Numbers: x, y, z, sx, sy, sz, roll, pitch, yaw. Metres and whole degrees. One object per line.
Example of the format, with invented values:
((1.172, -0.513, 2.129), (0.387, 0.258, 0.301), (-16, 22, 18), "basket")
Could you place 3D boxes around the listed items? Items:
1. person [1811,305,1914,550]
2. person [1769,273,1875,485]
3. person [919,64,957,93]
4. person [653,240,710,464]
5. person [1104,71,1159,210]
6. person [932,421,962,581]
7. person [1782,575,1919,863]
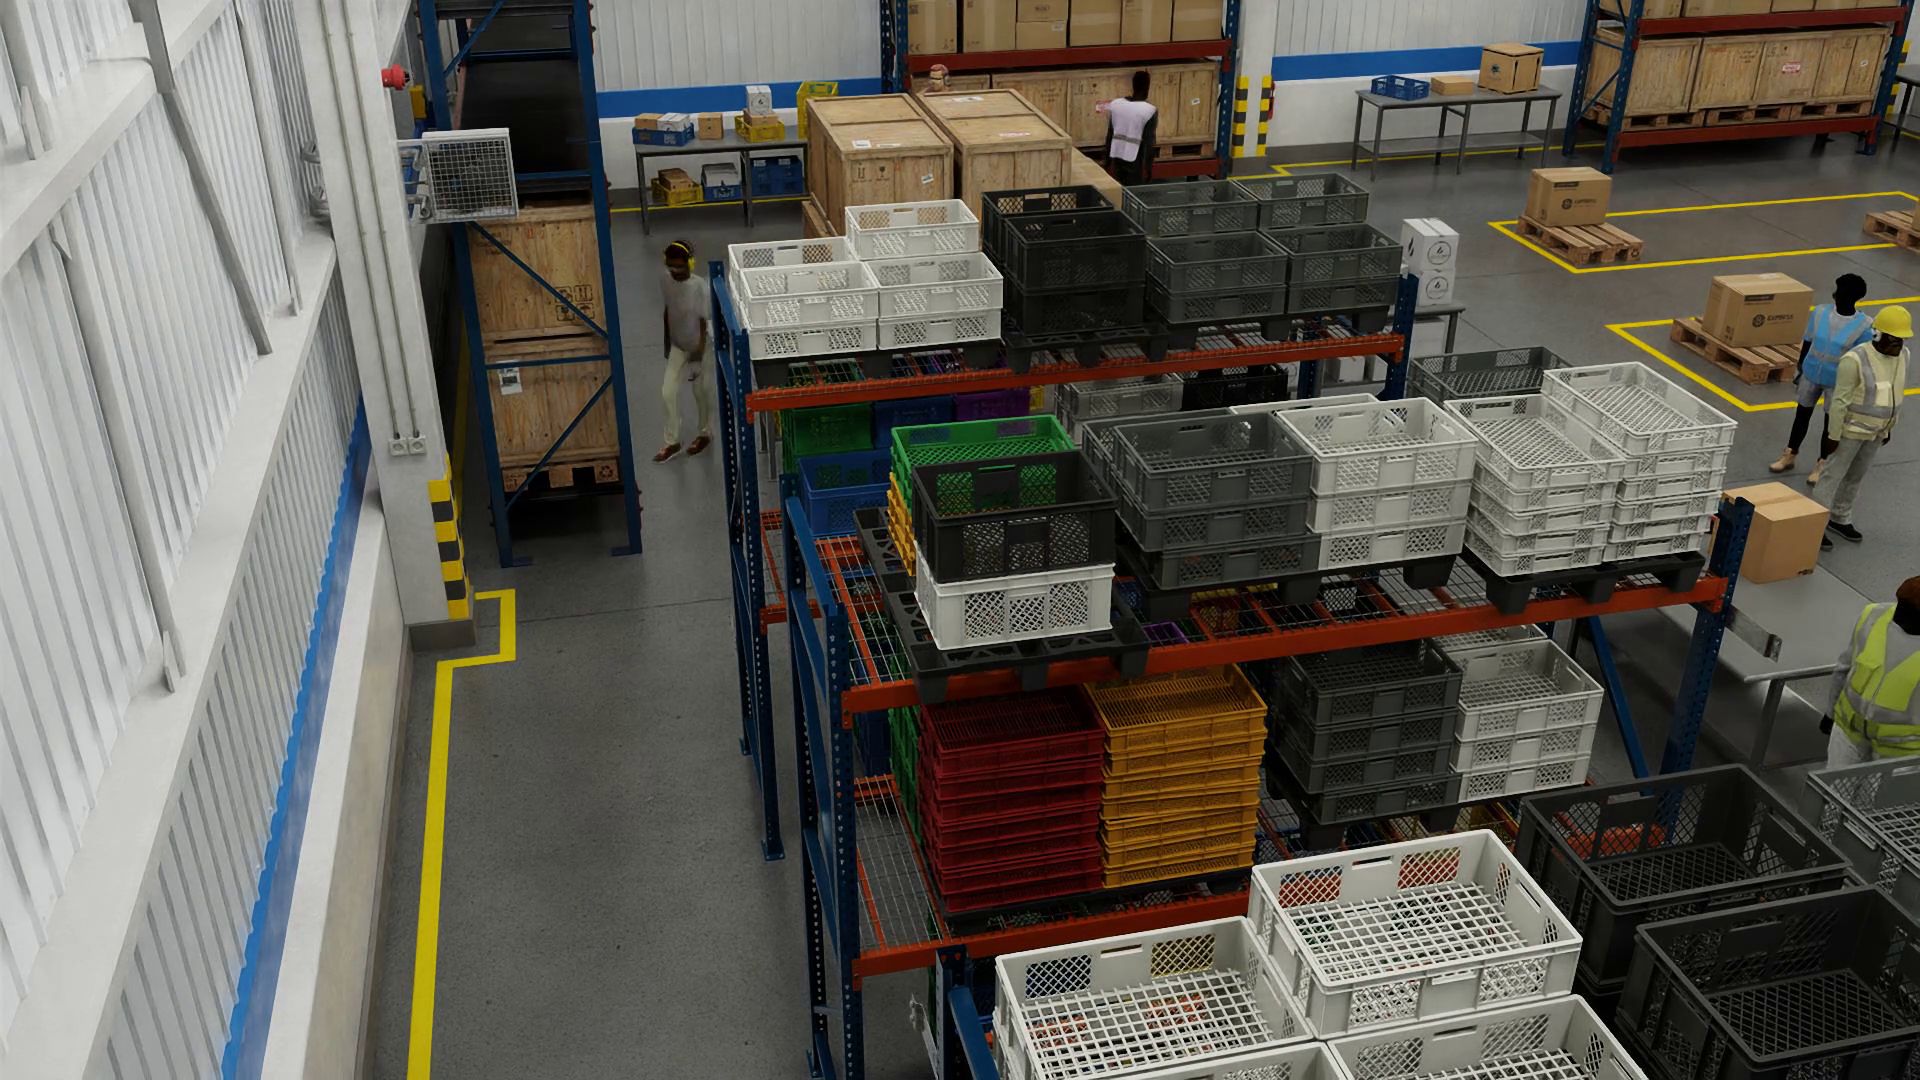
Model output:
((6.454, -0.810, 11.891), (0.599, 1.830, 0.404), (-11, 30, -20), "person")
((6.717, -1.256, 12.882), (0.321, 1.694, 0.529), (-20, 34, -32), "person")
((-0.228, -4.312, 18.457), (0.642, 1.908, 0.399), (12, 30, 21), "person")
((-2.212, -1.471, 13.144), (0.556, 1.833, 0.718), (13, 30, 23), "person")
((1.863, -4.159, 18.198), (0.618, 1.885, 0.527), (22, 35, 35), "person")
((-0.128, -0.143, 10.573), (0.354, 1.883, 0.573), (-13, 30, -23), "person")
((4.695, 0.984, 8.483), (0.430, 1.839, 0.619), (-18, 33, -31), "person")
